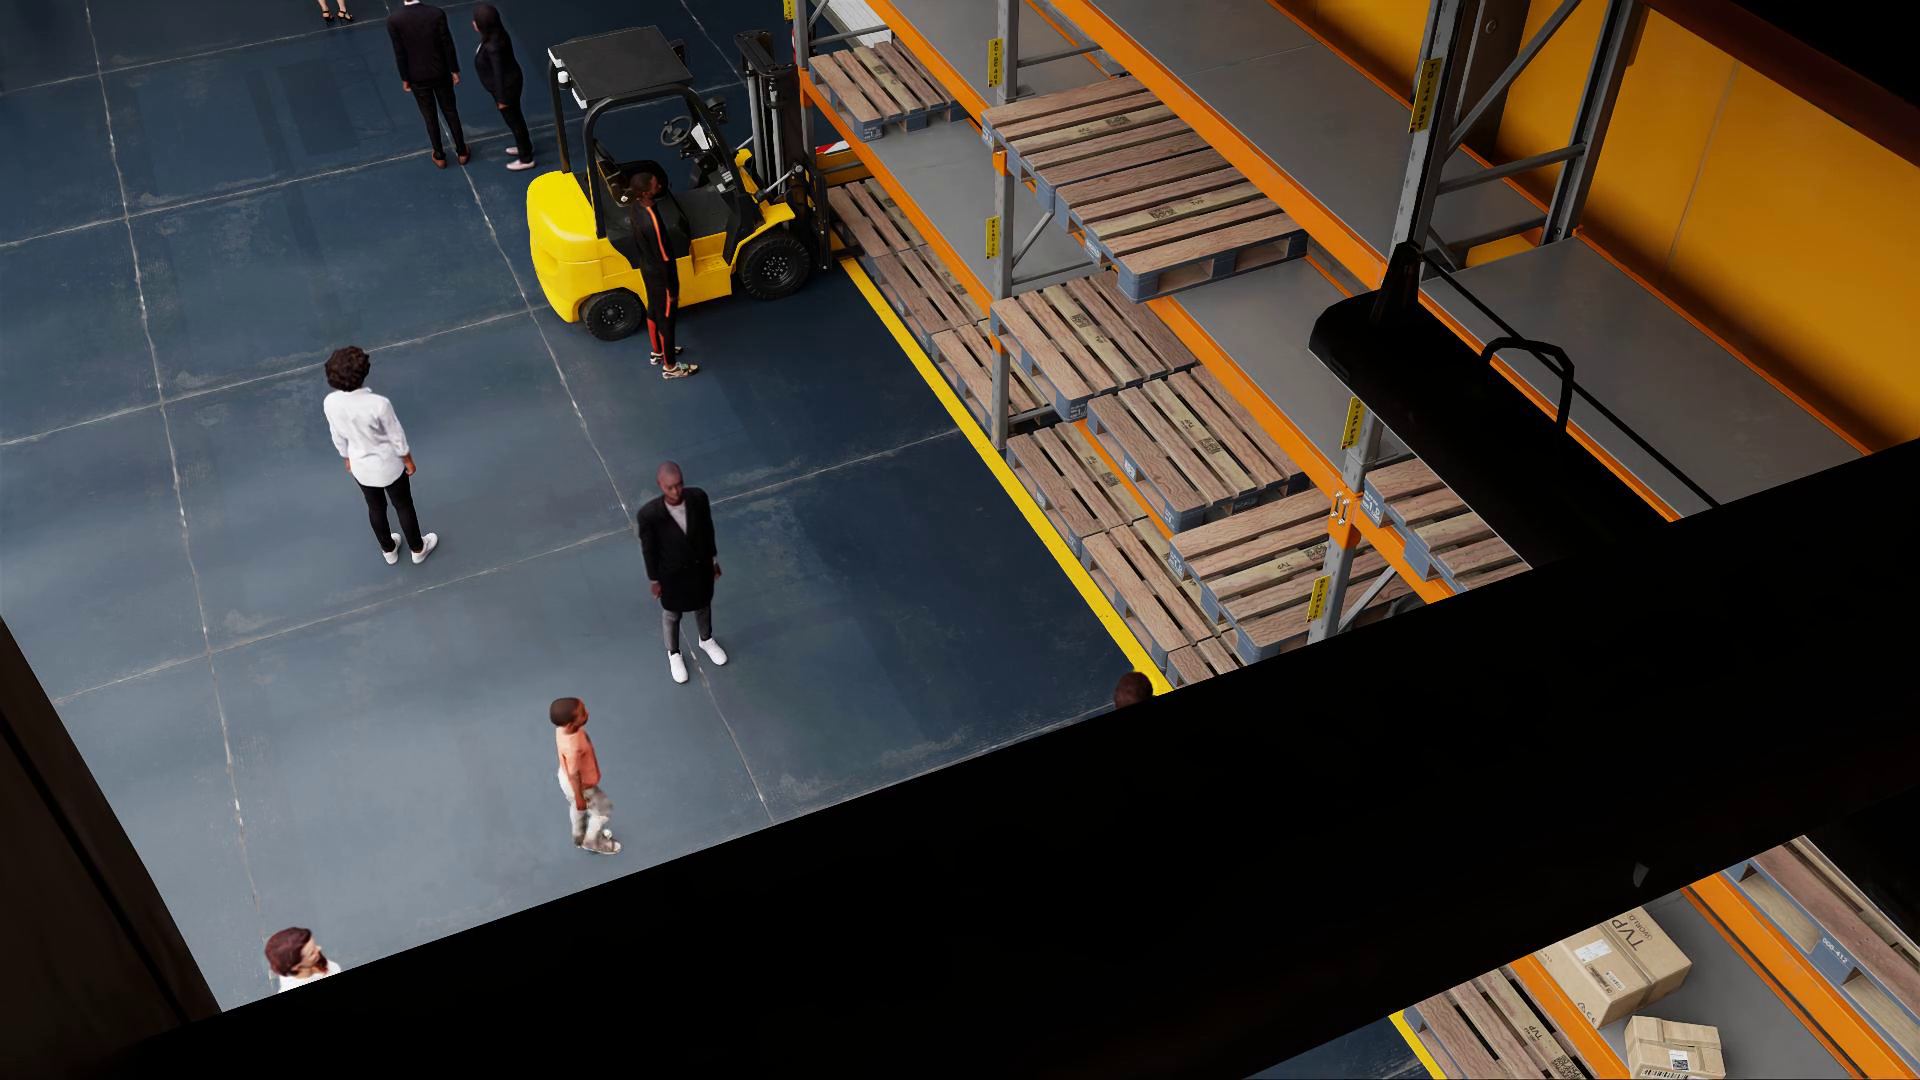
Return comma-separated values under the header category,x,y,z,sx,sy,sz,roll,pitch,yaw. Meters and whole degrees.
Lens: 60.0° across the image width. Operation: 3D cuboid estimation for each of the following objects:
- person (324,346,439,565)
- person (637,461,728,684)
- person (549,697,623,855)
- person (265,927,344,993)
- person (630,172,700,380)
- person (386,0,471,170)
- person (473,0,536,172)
category,x,y,z,sx,sy,sz,roll,pitch,yaw
person,-4.031,-0.563,11.467,0.710,1.808,0.699,2,44,2
person,-1.785,0.170,10.732,0.664,1.761,0.581,-23,48,-22
person,-2.302,1.409,9.766,0.600,1.300,0.488,-10,45,-10
person,-3.121,2.489,8.273,0.695,1.794,0.492,-23,48,-23
person,-2.379,-2.096,13.076,0.711,1.808,0.493,-22,48,-22
person,-4.911,-4.324,15.361,0.714,1.883,0.579,-14,45,-14
person,-4.214,-4.222,15.450,0.747,1.612,0.633,-9,44,-9
